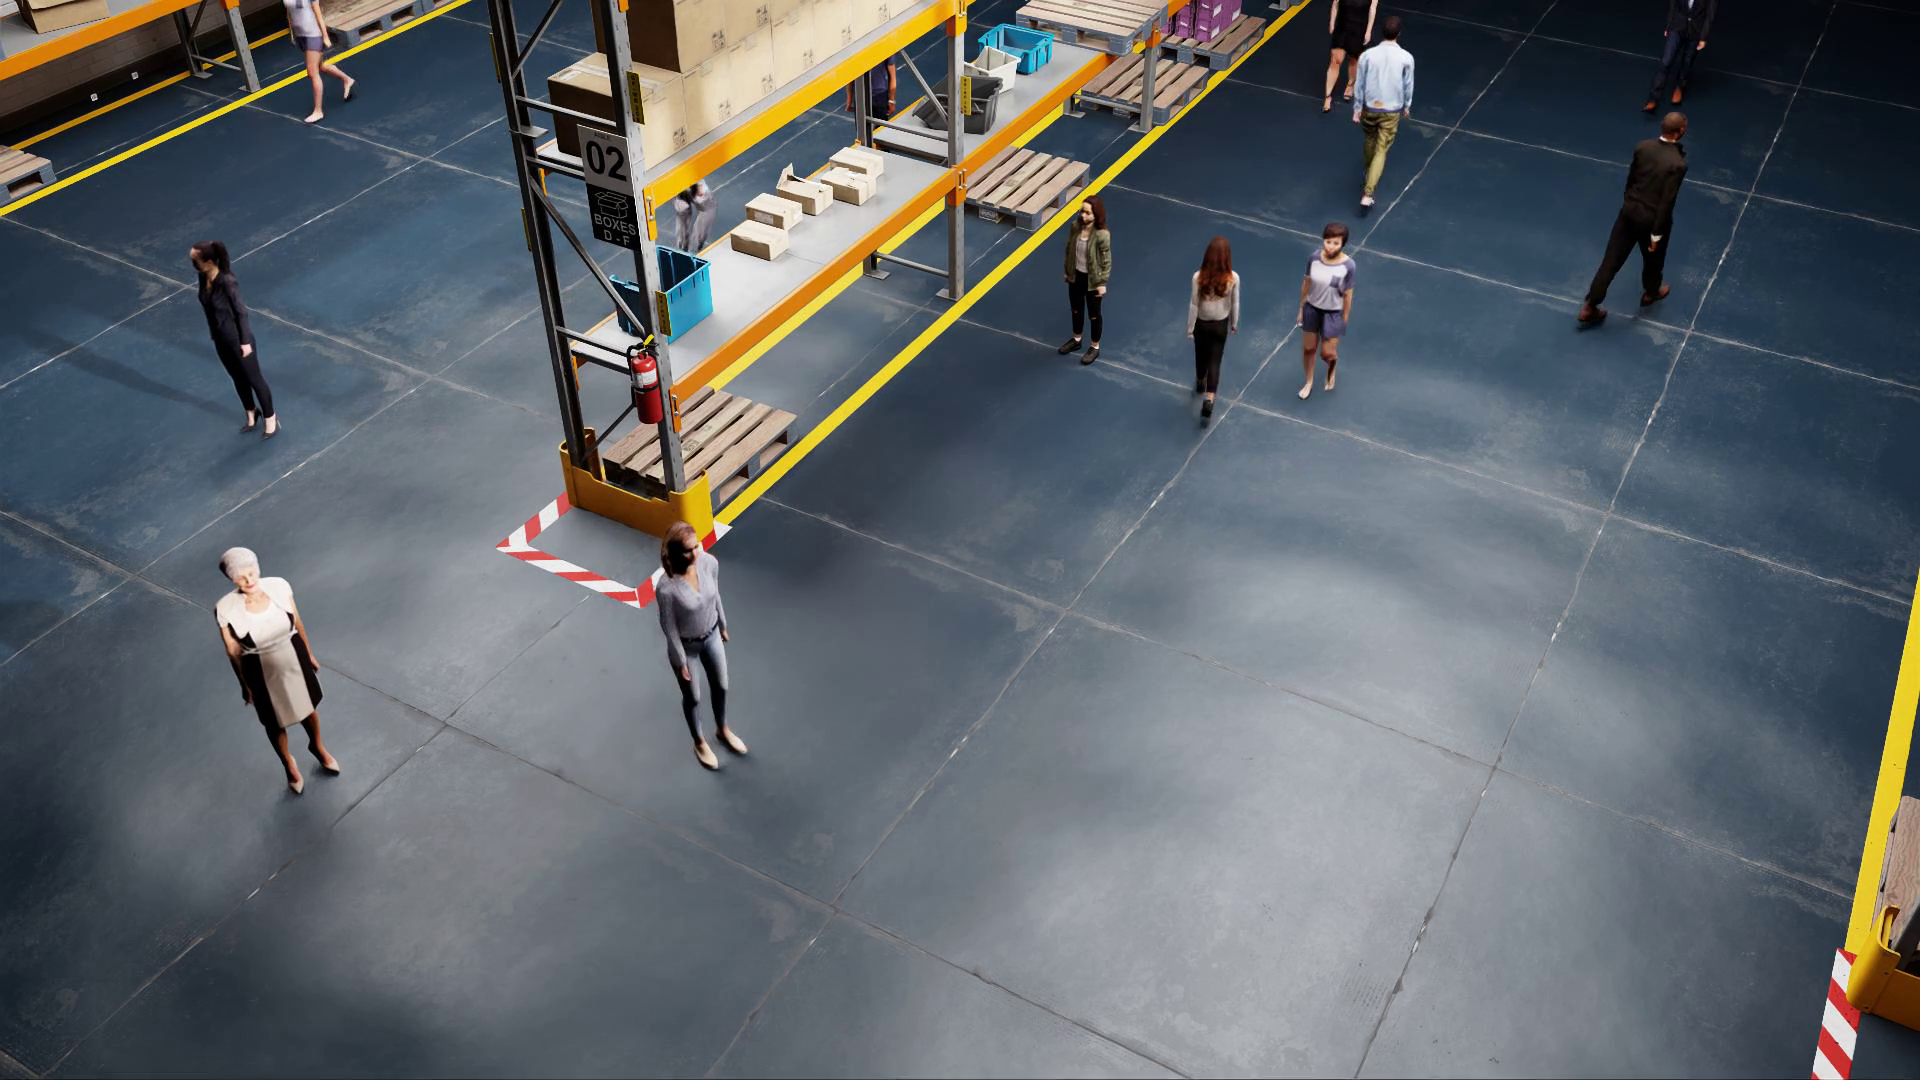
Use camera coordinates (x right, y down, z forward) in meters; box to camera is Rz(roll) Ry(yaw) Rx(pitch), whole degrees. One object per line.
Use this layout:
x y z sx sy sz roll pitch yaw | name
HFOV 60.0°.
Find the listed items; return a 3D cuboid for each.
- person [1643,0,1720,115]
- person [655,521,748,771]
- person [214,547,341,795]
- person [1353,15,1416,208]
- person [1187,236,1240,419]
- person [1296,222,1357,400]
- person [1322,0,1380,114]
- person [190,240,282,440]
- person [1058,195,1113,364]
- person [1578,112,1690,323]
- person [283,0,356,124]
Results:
7.712 -5.392 17.550 0.713 1.742 1.195 22 44 25 | person
-1.618 0.610 9.992 0.610 1.796 0.730 -29 47 -32 | person
-4.050 0.753 9.844 0.573 1.756 0.743 -30 47 -32 | person
3.998 -4.034 15.826 0.740 1.772 1.198 16 41 20 | person
1.979 -1.654 13.093 0.815 1.462 1.032 4 39 5 | person
2.930 -1.867 13.288 0.572 1.553 0.583 21 43 24 | person
4.166 -5.404 17.621 0.737 1.672 1.012 12 40 15 | person
-5.570 -1.540 12.750 0.577 1.712 0.471 22 44 25 | person
1.048 -2.164 13.721 0.625 1.475 0.562 28 47 31 | person
5.695 -2.667 14.050 1.394 1.852 1.075 -23 44 -26 | person
-6.770 -5.322 17.496 0.620 1.700 1.050 19 42 22 | person
